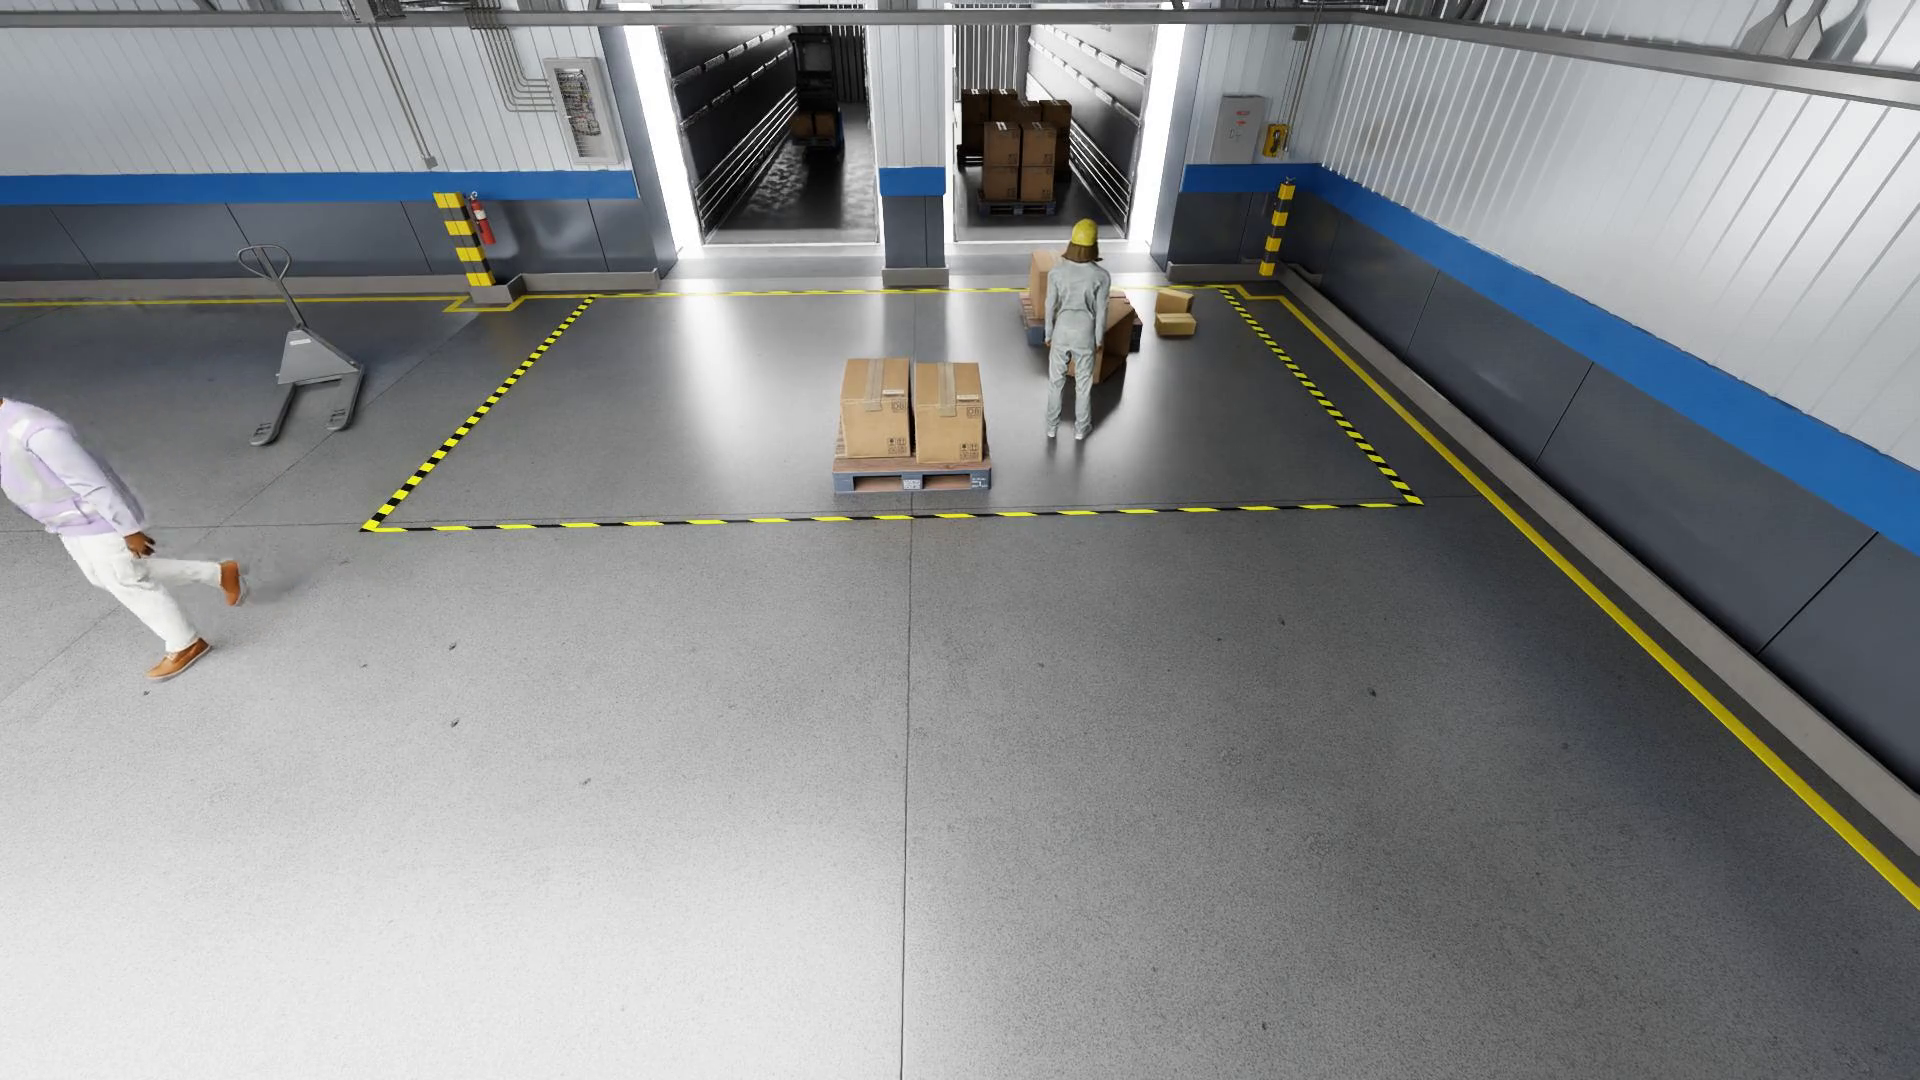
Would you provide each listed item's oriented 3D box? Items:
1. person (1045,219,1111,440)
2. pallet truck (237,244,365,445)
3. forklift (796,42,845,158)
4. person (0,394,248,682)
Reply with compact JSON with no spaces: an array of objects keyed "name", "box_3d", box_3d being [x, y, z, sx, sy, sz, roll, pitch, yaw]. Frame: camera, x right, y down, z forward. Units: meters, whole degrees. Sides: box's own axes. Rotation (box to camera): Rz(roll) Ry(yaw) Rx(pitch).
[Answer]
[{"name":"person","box_3d":[0.905,-1.622,5.818,0.486,1.743,0.310,10,39,12]},{"name":"pallet truck","box_3d":[-5.915,-1.733,6.366,0.680,1.201,1.601,-18,42,-21]},{"name":"forklift","box_3d":[-2.834,-9.029,14.917,0.716,2.013,0.776,-1,38,-2]},{"name":"person","box_3d":[-4.470,-0.154,3.823,0.605,1.918,0.732,14,41,17]}]
